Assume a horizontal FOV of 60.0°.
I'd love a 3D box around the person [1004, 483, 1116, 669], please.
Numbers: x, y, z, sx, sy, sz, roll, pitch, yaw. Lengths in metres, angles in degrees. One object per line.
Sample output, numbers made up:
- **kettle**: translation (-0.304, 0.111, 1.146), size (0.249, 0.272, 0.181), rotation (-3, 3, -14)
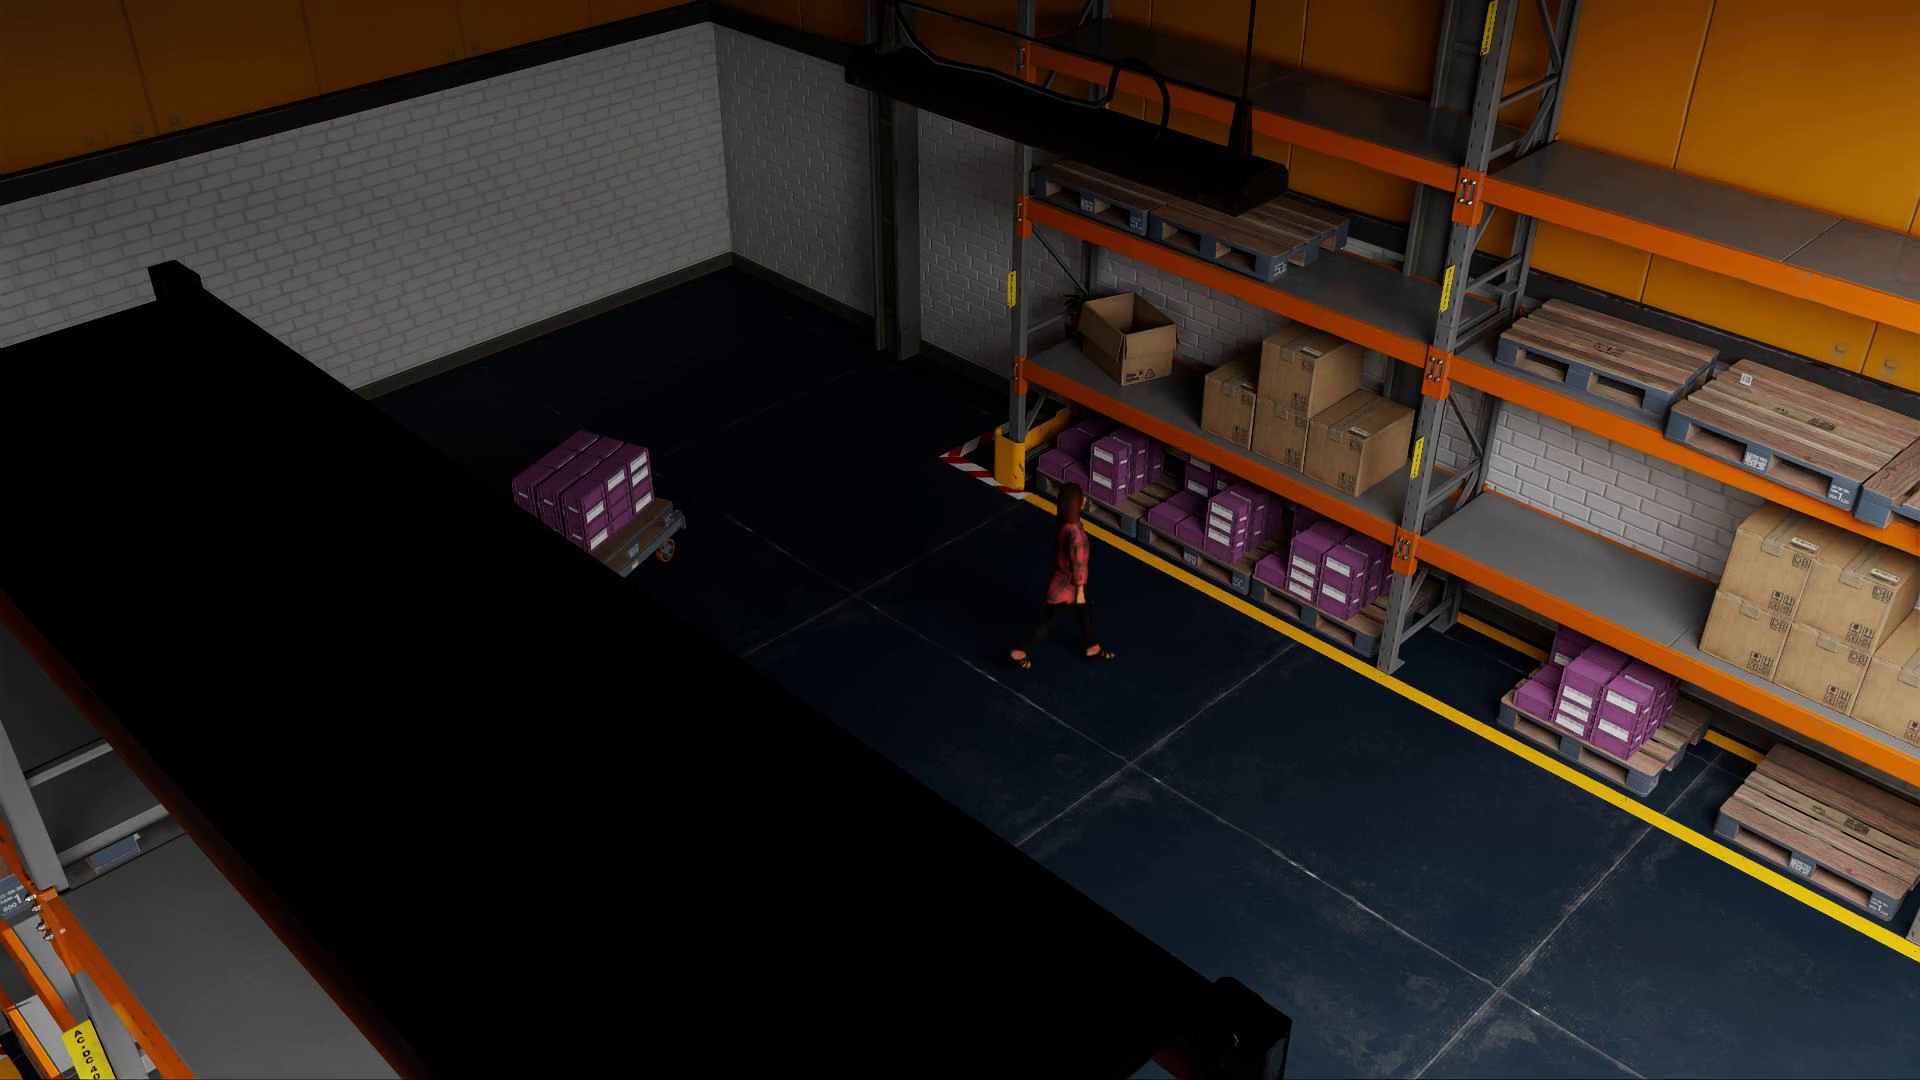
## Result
- **person**: translation (0.737, 0.329, 12.597), size (1.104, 1.666, 1.130), rotation (-5, 34, -7)
